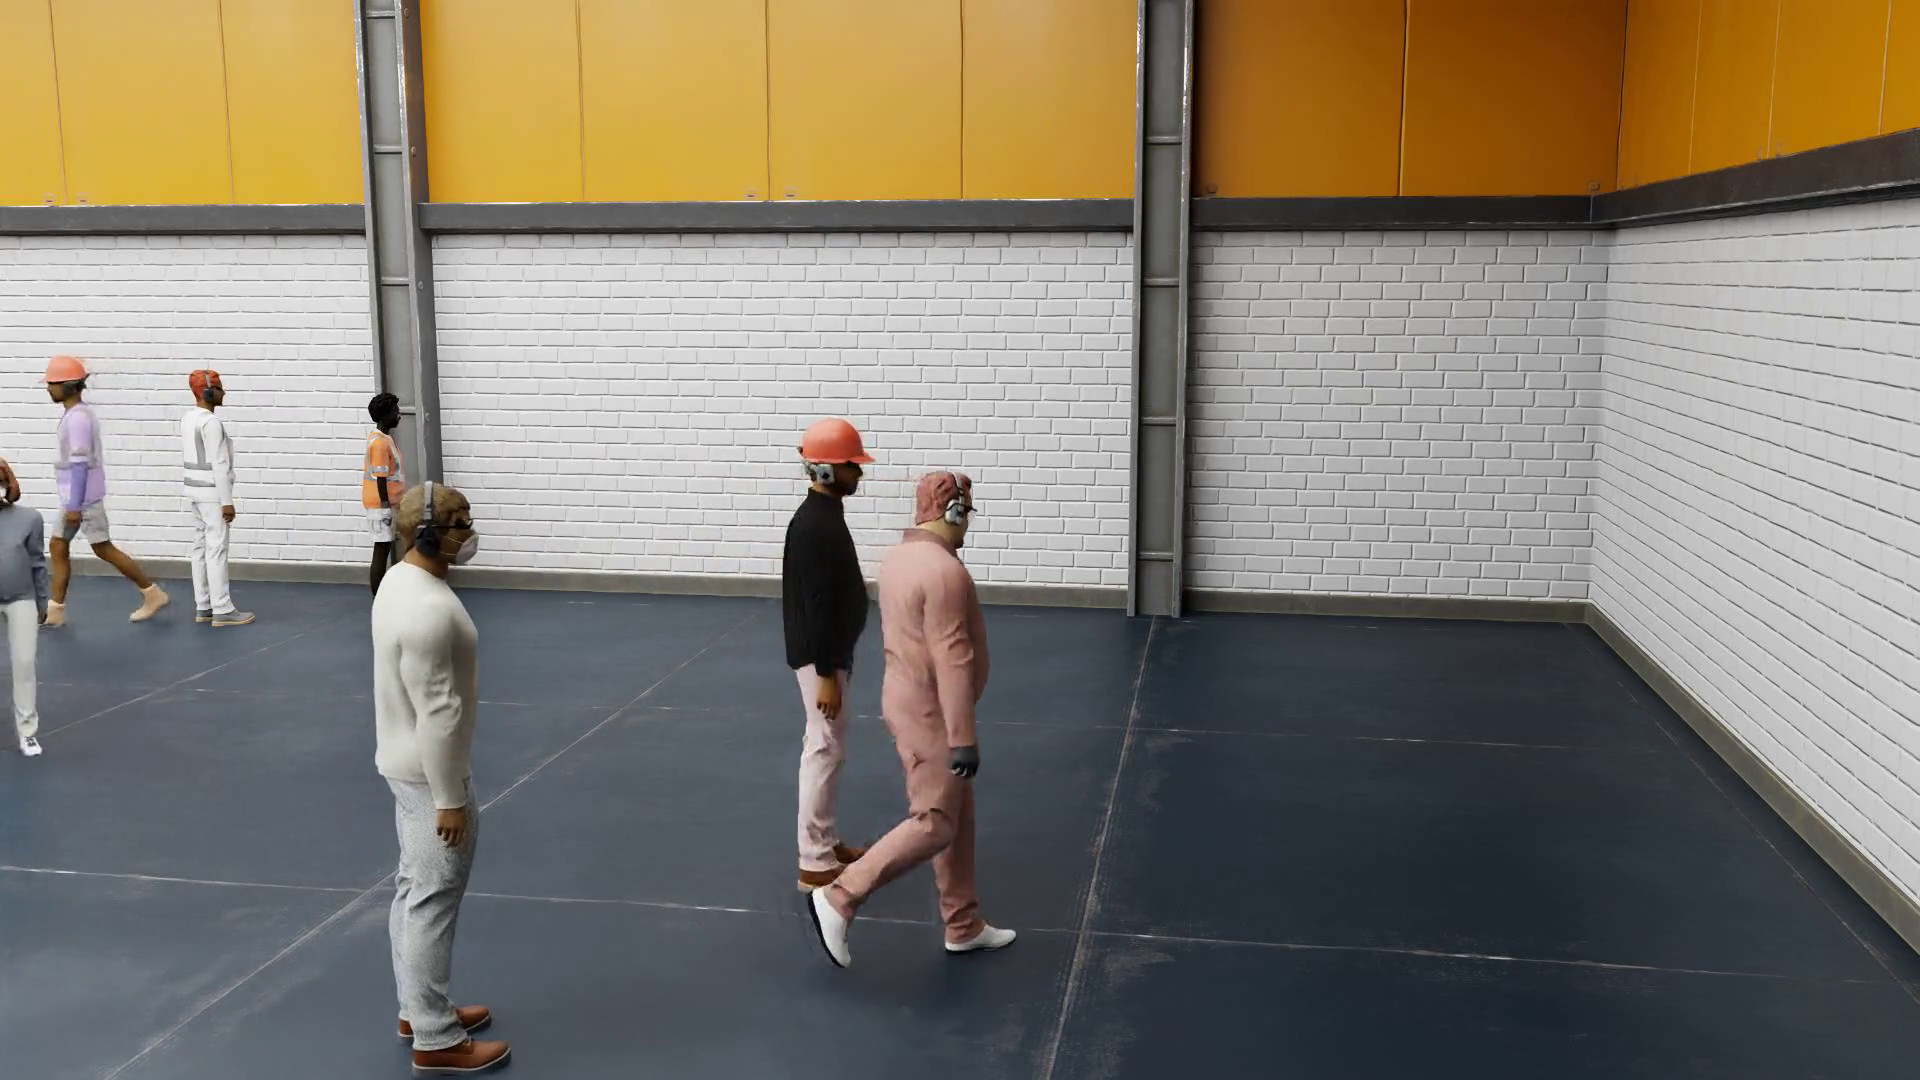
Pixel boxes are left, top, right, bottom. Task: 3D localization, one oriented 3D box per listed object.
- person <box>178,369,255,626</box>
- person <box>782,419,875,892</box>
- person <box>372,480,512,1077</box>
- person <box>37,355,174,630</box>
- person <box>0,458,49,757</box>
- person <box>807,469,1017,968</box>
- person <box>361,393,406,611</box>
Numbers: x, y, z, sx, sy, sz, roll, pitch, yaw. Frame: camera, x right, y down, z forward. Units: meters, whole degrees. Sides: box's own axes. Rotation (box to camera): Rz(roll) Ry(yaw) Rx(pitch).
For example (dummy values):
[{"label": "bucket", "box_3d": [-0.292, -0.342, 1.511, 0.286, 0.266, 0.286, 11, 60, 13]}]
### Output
[{"label": "person", "box_3d": [-5.505, -0.309, 12.240, 0.572, 1.883, 0.354, 9, 13, 43]}, {"label": "person", "box_3d": [-0.547, 0.484, 7.035, 0.398, 1.988, 0.636, 0, 9, -3]}, {"label": "person", "box_3d": [-1.719, 0.766, 5.435, 0.352, 1.937, 0.635, -4, 10, -25]}, {"label": "person", "box_3d": [-6.329, -0.347, 12.117, 1.017, 2.007, 0.620, -5, 11, -30]}, {"label": "person", "box_3d": [-5.233, 0.340, 9.052, 0.507, 1.613, 0.681, -8, 12, -39]}, {"label": "person", "box_3d": [-0.186, 0.674, 6.228, 0.778, 1.866, 0.728, -2, 9, -14]}, {"label": "person", "box_3d": [-4.360, -0.270, 12.600, 0.321, 1.691, 0.532, -3, 10, -16]}]
